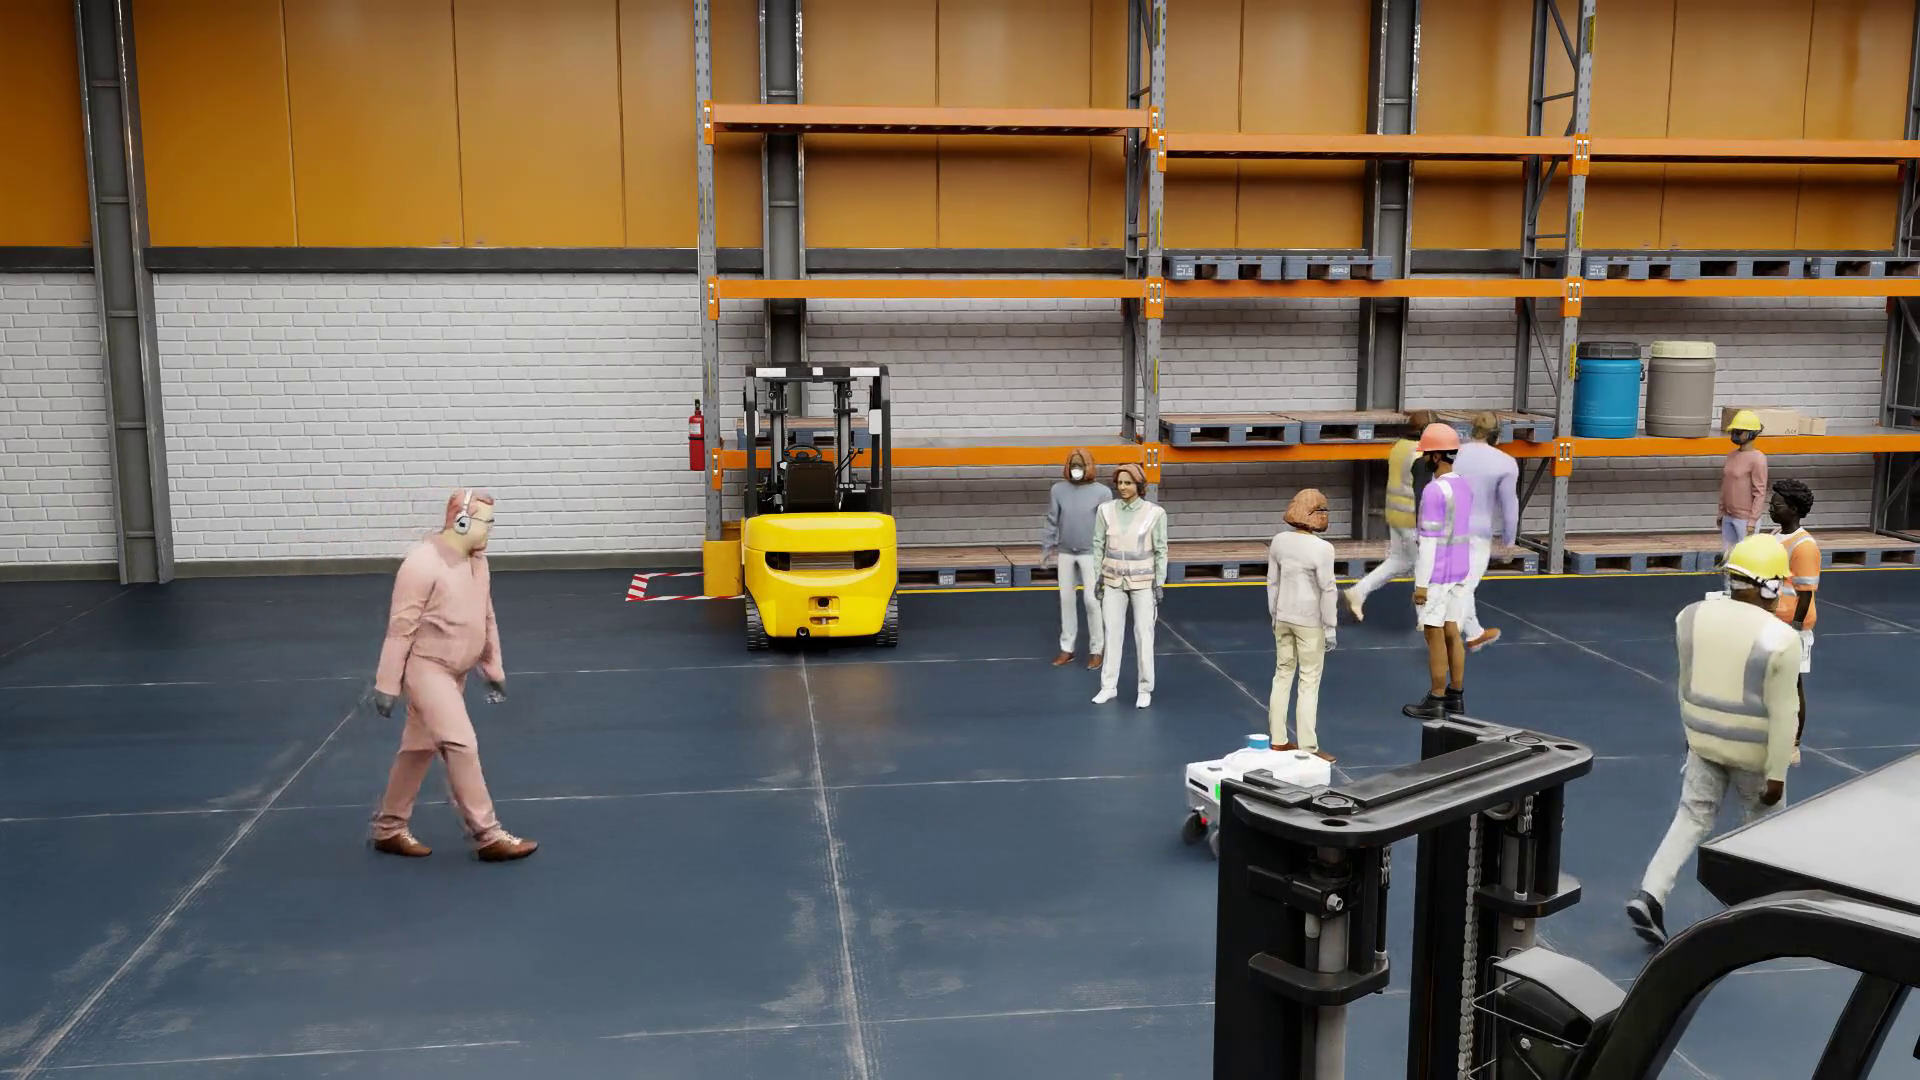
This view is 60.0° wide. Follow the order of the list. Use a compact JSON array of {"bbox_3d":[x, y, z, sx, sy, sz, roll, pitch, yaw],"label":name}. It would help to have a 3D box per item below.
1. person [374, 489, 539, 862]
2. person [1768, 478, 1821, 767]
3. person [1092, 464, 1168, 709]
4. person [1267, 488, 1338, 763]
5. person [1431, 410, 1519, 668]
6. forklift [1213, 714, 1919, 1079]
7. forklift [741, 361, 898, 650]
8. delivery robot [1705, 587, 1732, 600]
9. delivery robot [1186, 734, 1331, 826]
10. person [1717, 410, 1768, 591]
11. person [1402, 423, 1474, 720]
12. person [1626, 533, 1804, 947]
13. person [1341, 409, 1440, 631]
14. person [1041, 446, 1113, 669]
[{"bbox_3d":[-2.491,0.673,8.160,0.962,1.835,0.656,1,9,5],"label":"person"},{"bbox_3d":[4.828,0.485,9.764,0.319,1.697,0.532,1,9,4],"label":"person"},{"bbox_3d":[1.132,0.301,11.088,0.514,1.640,0.315,4,10,26],"label":"person"},{"bbox_3d":[2.024,0.507,9.823,0.265,1.632,0.507,-6,11,-33],"label":"person"},{"bbox_3d":[3.777,-0.016,12.305,1.037,1.875,0.655,-9,13,-44],"label":"person"},{"bbox_3d":[1.441,1.425,2.350,1.214,2.155,2.313,-7,12,-39],"label":"forklift"},{"bbox_3d":[-1.154,-0.340,13.365,1.214,2.155,2.313,-1,9,-7],"label":"forklift"},{"bbox_3d":[6.137,0.506,12.896,0.707,0.478,0.477,-4,10,-22],"label":"delivery robot"},{"bbox_3d":[1.504,1.226,8.402,0.707,0.478,0.477,-4,10,-23],"label":"delivery robot"},{"bbox_3d":[6.441,-0.190,13.754,0.305,1.772,0.525,-1,9,-7],"label":"person"},{"bbox_3d":[3.099,0.208,10.797,0.394,1.930,0.539,7,12,38],"label":"person"},{"bbox_3d":[3.256,0.864,7.053,0.815,1.809,0.588,-6,11,-32],"label":"person"},{"bbox_3d":[3.564,-0.156,13.436,0.765,1.811,0.660,-1,9,-7],"label":"person"},{"bbox_3d":[0.873,0.123,12.232,0.510,1.633,0.302,5,10,27],"label":"person"}]
